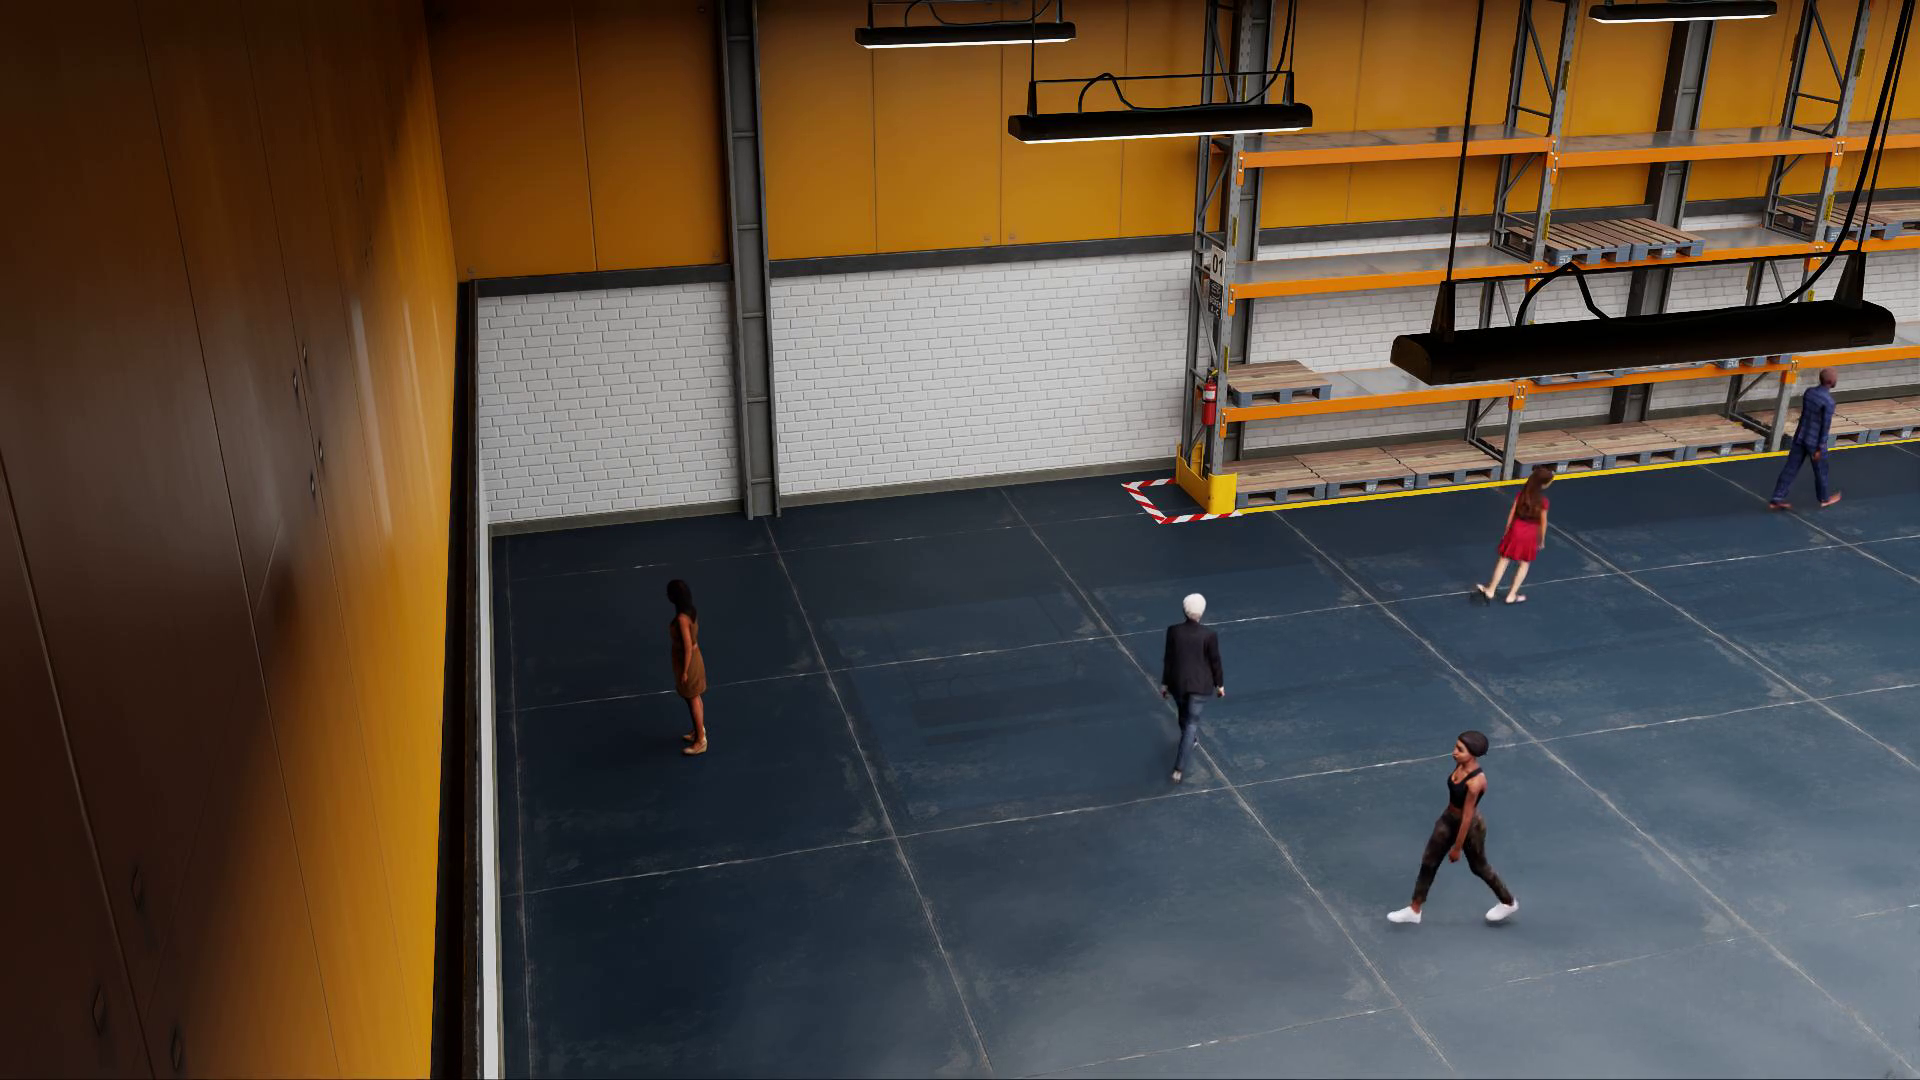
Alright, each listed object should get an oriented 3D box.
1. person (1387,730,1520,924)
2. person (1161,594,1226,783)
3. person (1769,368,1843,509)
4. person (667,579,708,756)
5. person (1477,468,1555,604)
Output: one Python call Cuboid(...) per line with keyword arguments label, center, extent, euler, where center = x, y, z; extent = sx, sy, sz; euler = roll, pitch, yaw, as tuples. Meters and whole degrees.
Cuboid(label="person", center=(3.817, 2.173, 12.322), extent=(1.270, 1.653, 0.770), euler=(-1, 24, -3))
Cuboid(label="person", center=(1.996, 1.346, 14.494), extent=(1.239, 1.747, 1.183), euler=(12, 26, 25))
Cuboid(label="person", center=(10.065, -1.163, 19.815), extent=(1.159, 1.764, 0.702), euler=(-8, 25, -18))
Cuboid(label="person", center=(-2.408, 1.110, 14.713), extent=(0.538, 1.686, 0.584), euler=(-4, 24, -8))
Cuboid(label="person", center=(5.910, -0.039, 17.547), extent=(0.863, 1.521, 0.904), euler=(9, 25, 20))
